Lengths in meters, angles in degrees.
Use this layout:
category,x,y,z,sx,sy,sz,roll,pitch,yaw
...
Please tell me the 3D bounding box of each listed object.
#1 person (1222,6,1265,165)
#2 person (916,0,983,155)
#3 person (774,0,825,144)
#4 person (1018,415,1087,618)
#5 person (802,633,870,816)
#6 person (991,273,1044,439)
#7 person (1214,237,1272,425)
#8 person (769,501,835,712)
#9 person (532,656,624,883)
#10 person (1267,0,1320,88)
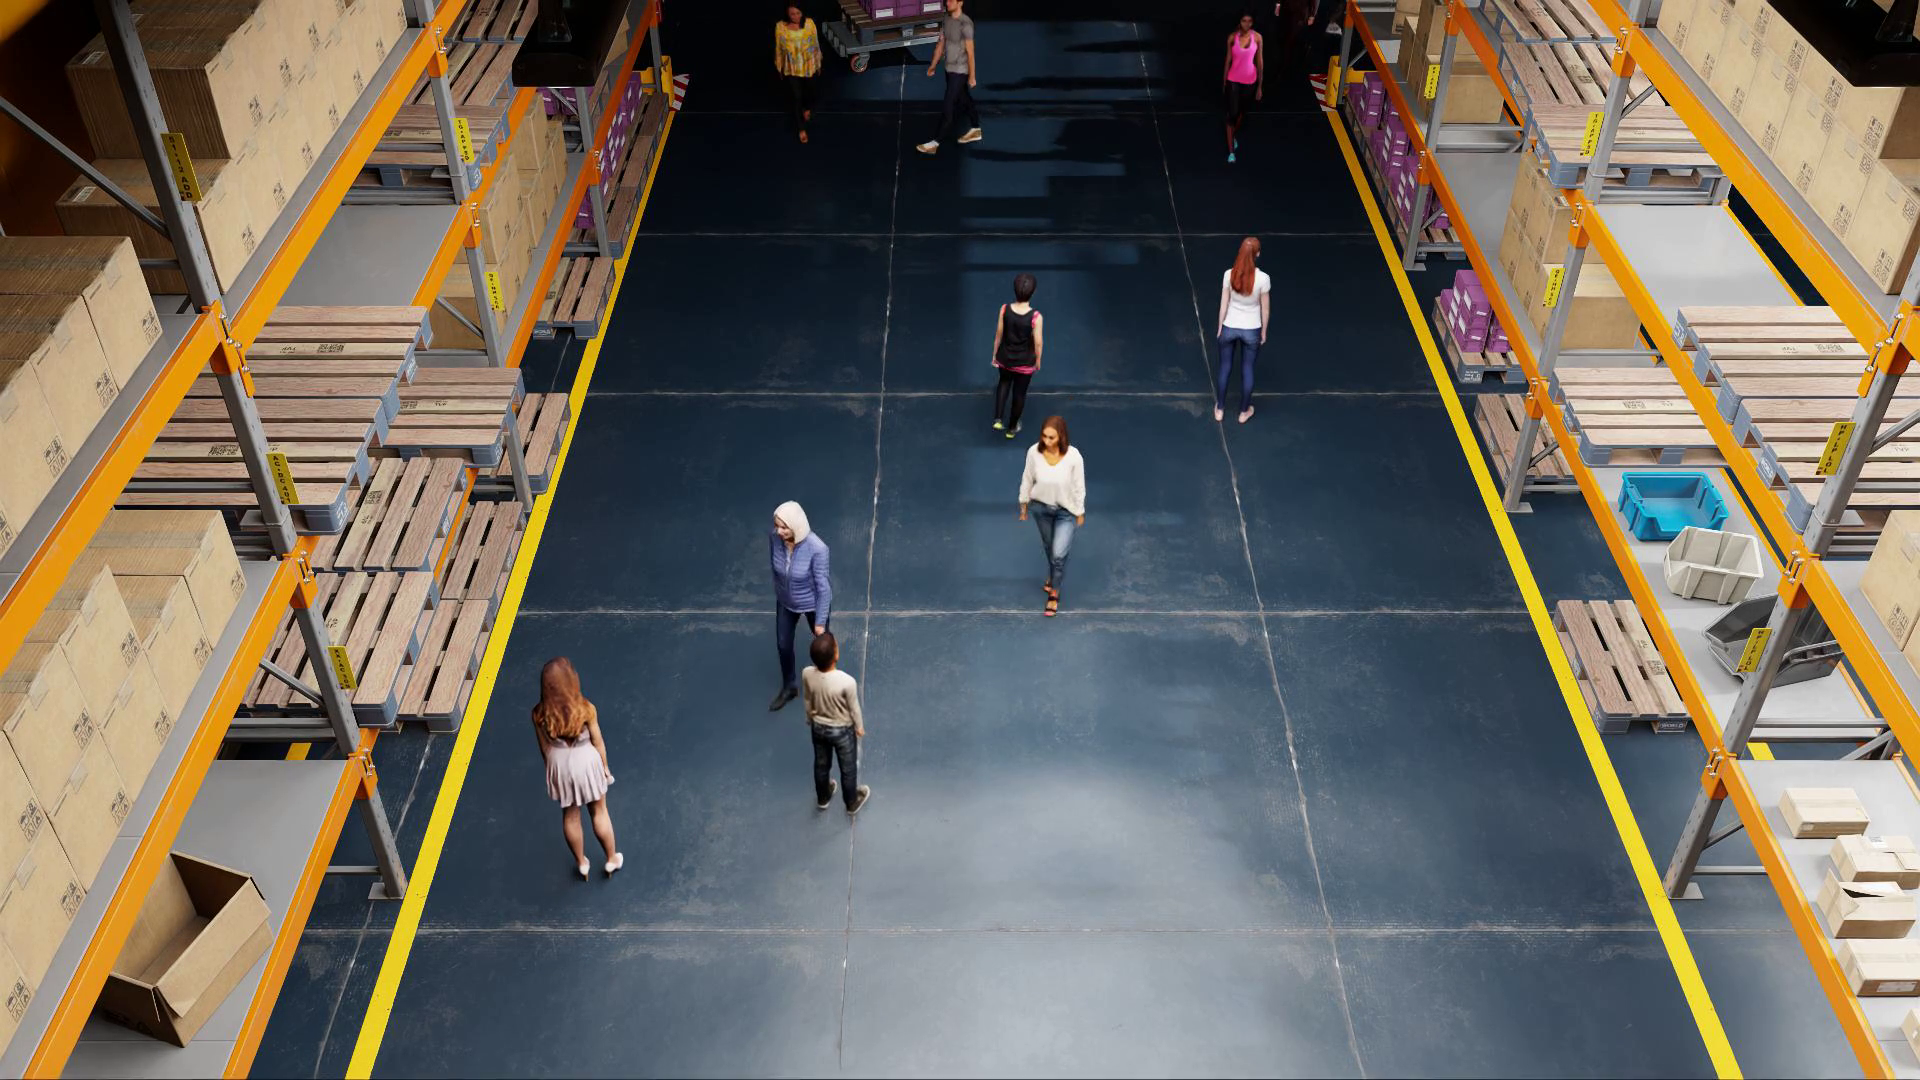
category,x,y,z,sx,sy,sz,roll,pitch,yaw
person,3.097,-5.064,18.356,0.589,1.673,1.092,1,39,1
person,0.039,-5.210,18.398,1.081,1.849,1.188,-19,42,-22
person,-1.804,-5.319,18.700,0.815,1.642,0.919,-8,39,-10
person,0.743,-0.279,12.371,0.802,1.664,0.879,16,41,19
person,-0.822,1.199,10.682,0.616,1.463,0.631,14,41,17
person,0.448,-1.499,14.001,0.686,1.536,0.725,14,41,17
person,2.393,-1.784,14.197,0.625,1.737,0.605,10,40,12
person,-1.047,0.357,11.536,0.859,1.714,0.953,12,40,15
person,-2.340,1.422,10.158,0.572,1.768,0.586,-3,39,-4
person,4.049,-6.342,19.829,1.127,1.833,1.088,-27,46,-30
